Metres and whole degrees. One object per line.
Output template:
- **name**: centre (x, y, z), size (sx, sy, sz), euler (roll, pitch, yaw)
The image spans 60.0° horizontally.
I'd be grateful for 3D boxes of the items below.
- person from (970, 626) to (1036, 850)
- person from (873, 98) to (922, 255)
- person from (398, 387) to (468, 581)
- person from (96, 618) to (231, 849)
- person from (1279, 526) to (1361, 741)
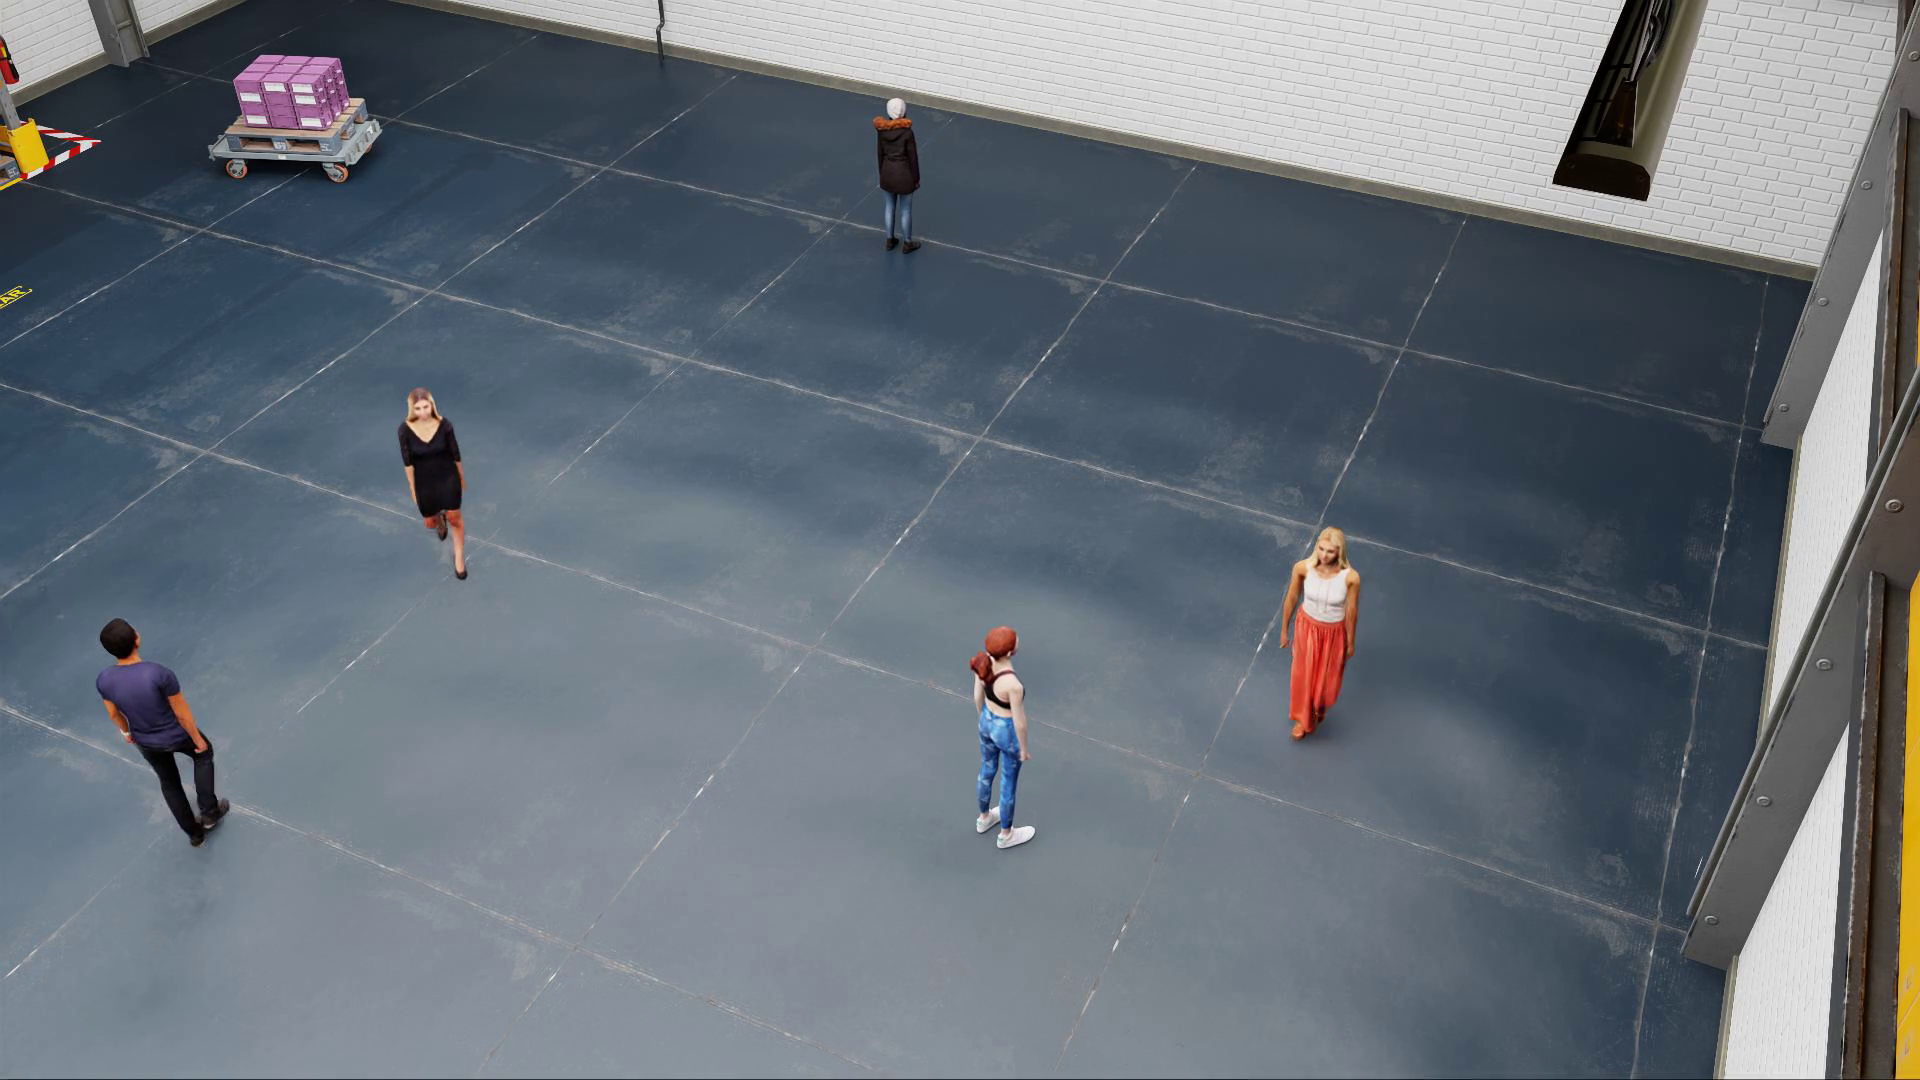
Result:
- **person**: centre (0.259, 1.223, 10.397), size (0.697, 1.785, 0.659), euler (-29, 47, -32)
- **person**: centre (-0.618, -3.642, 16.610), size (0.615, 1.634, 0.593), euler (17, 42, 20)
- **person**: centre (-3.970, -0.470, 12.612), size (0.806, 1.666, 0.869), euler (-12, 40, -14)
- **person**: centre (-4.979, 1.272, 10.340), size (0.791, 1.780, 0.805), euler (-5, 39, -6)
- **person**: centre (2.445, 0.579, 11.200), size (0.650, 1.791, 0.755), euler (15, 41, 18)
